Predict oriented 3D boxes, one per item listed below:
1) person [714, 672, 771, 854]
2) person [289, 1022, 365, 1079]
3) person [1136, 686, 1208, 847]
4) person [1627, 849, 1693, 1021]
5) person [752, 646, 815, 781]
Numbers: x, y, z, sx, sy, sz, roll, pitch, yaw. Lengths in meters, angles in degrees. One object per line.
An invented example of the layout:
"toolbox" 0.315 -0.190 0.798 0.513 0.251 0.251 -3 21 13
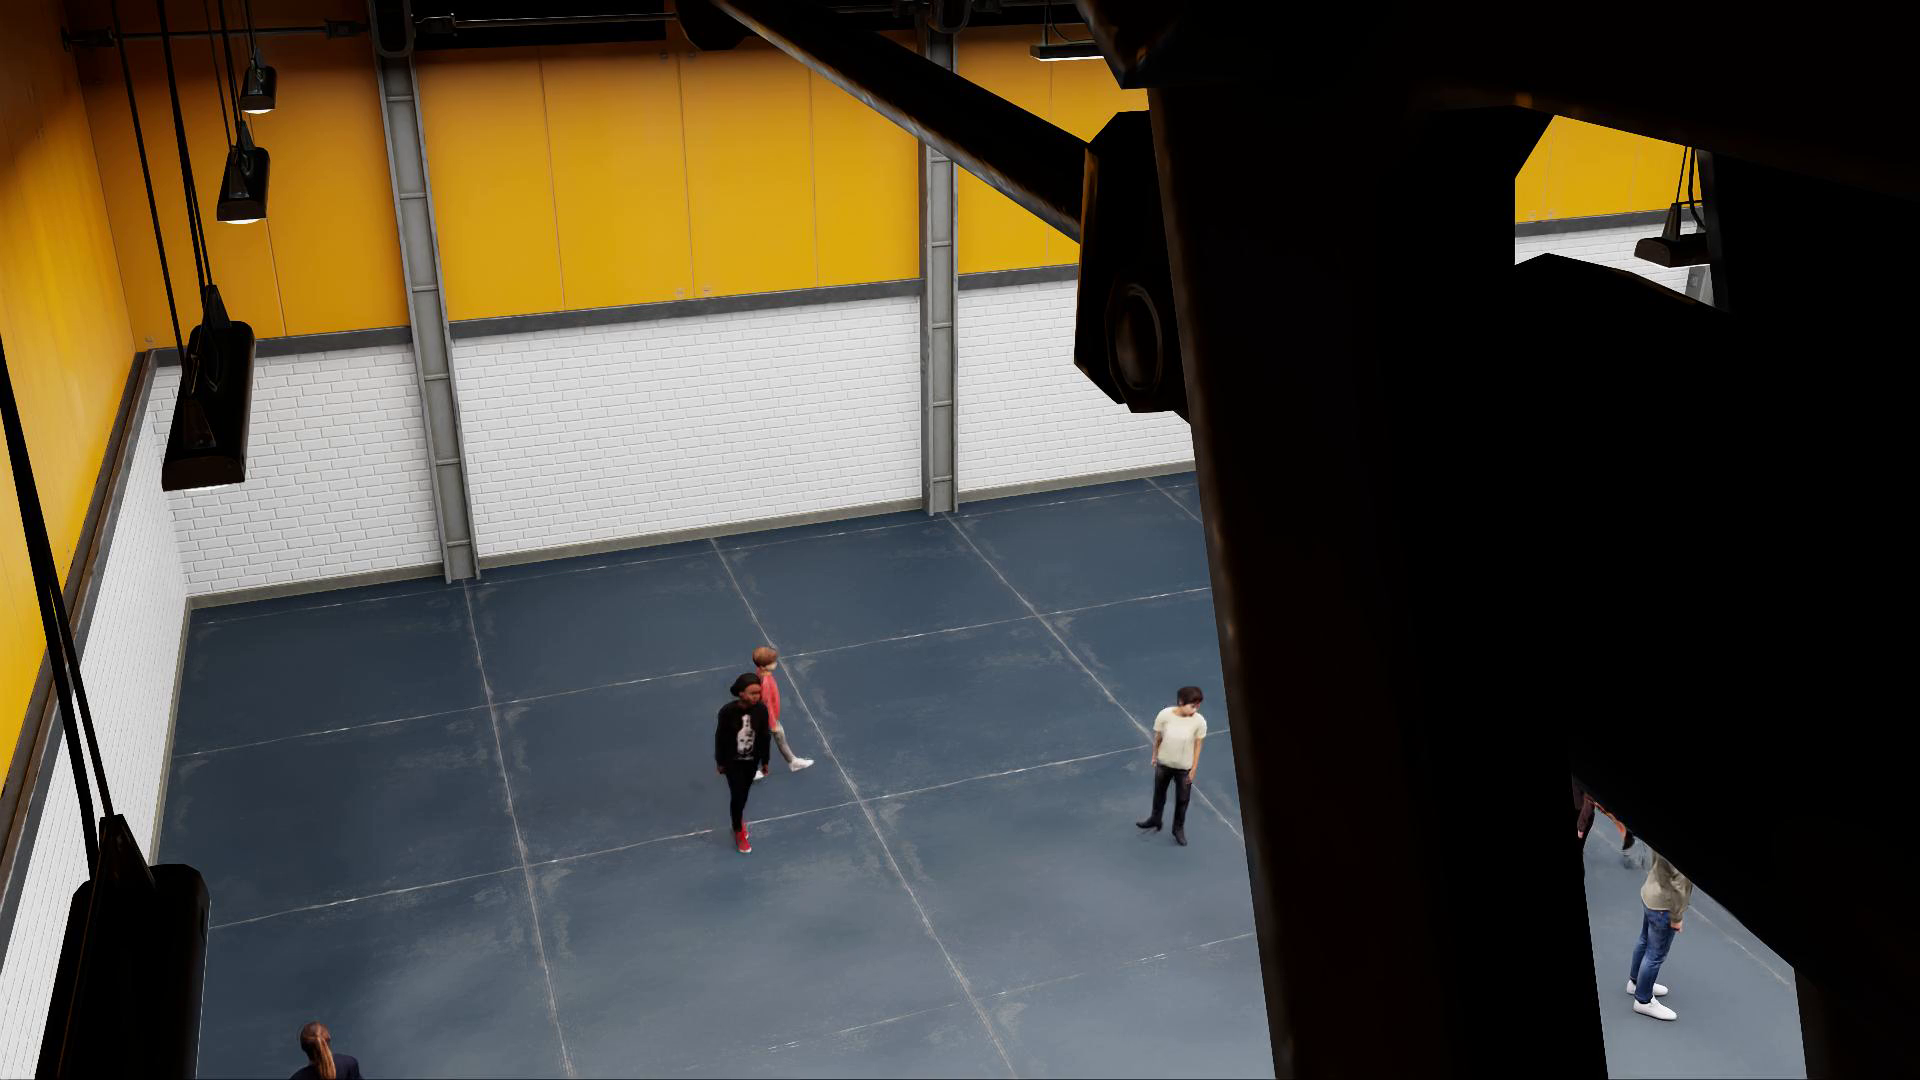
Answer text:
"person" -1.923 1.874 14.357 0.705 1.637 0.716 -6 24 -13
"person" -3.844 3.655 10.225 0.586 1.683 0.743 -15 28 -31
"person" 1.822 1.909 14.369 0.747 1.564 0.816 15 28 31
"person" 5.187 2.656 12.282 0.786 1.865 0.792 4 24 10
"person" -1.845 1.625 15.257 0.976 1.373 0.646 -4 24 -9
